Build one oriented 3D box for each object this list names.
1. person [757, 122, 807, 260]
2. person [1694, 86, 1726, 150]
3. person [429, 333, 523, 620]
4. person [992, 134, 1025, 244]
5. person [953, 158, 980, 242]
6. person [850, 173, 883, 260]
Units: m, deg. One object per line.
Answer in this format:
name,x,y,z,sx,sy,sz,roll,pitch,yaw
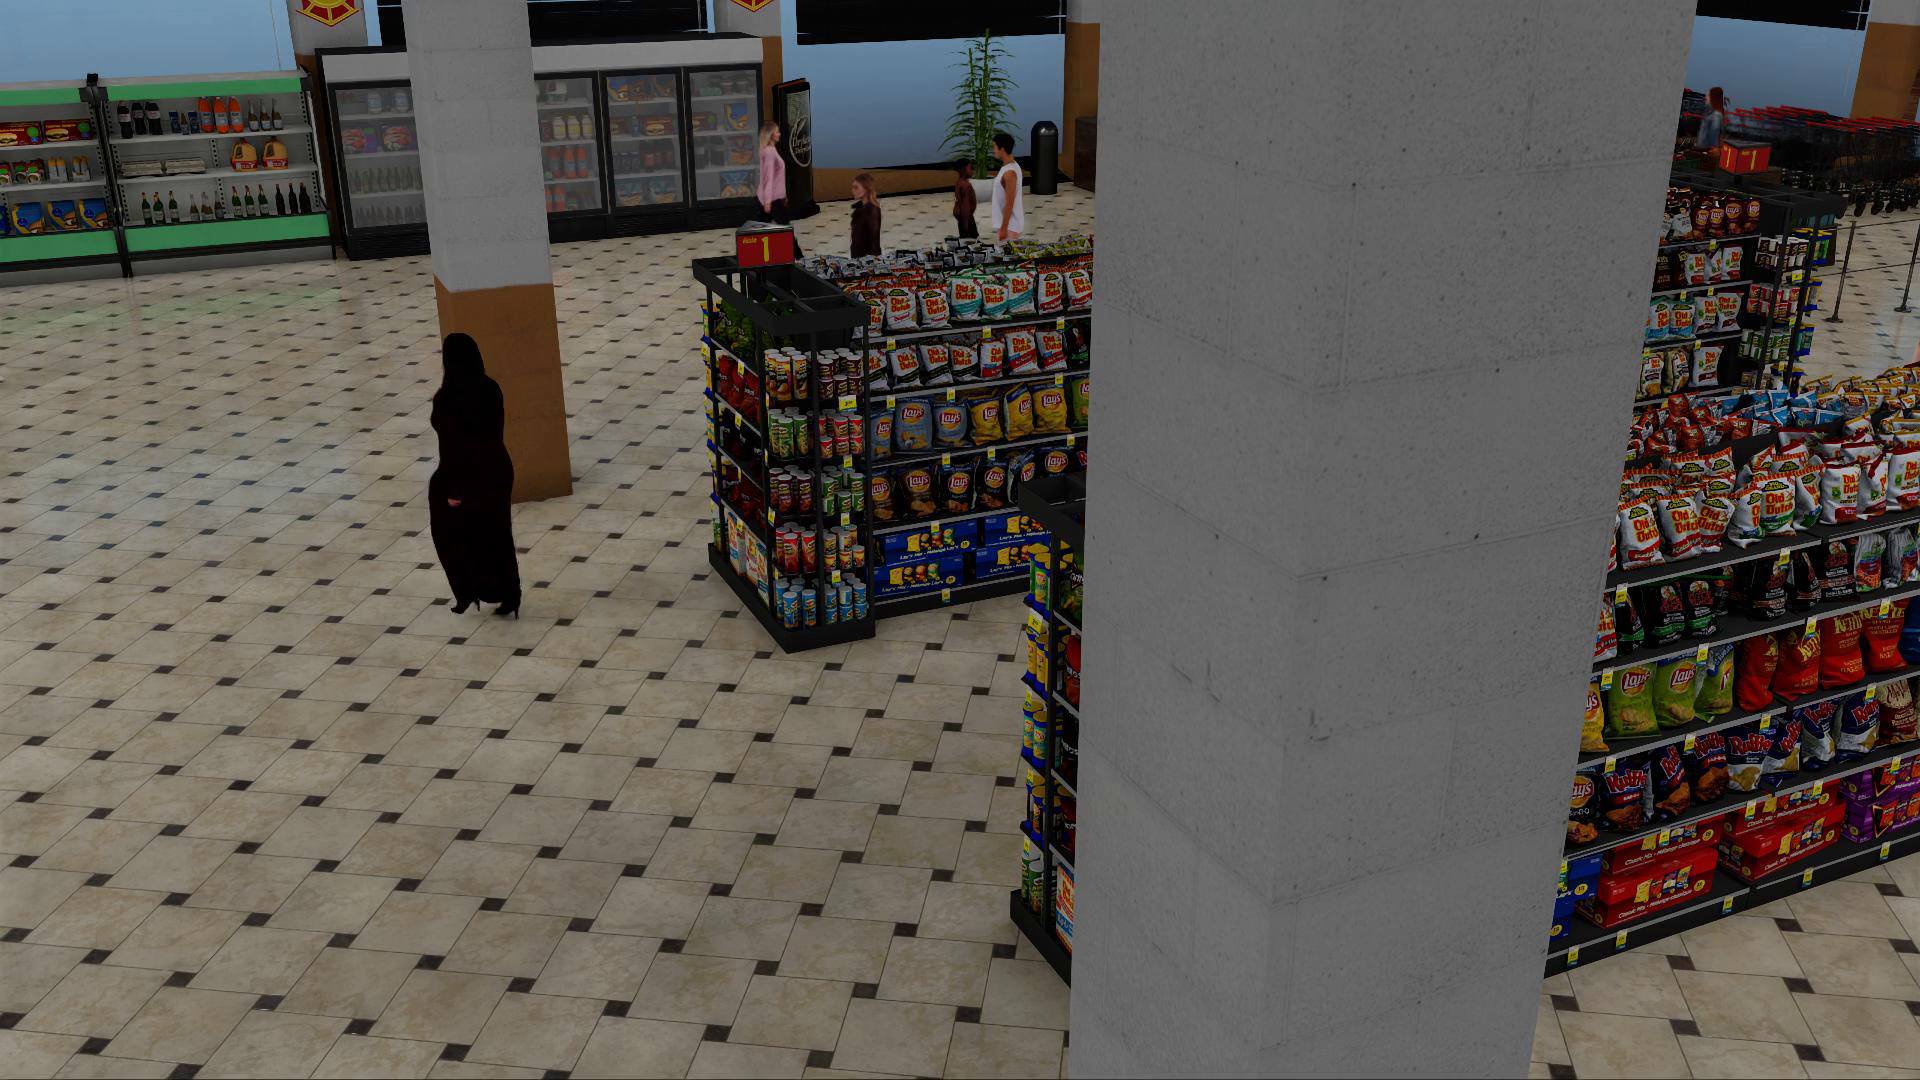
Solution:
person,-2.164,-3.718,18.269,1.128,1.646,0.819,-3,22,-8
person,9.616,-4.876,21.135,1.138,1.659,1.132,10,24,23
person,-2.765,-0.331,9.710,0.935,1.742,0.880,12,25,28
person,0.502,-3.198,16.797,0.750,1.779,0.735,2,22,6
person,-0.014,-3.631,18.586,0.588,1.247,0.587,-4,22,-10
person,-0.758,-2.481,15.161,1.111,1.668,0.735,-6,23,-14
